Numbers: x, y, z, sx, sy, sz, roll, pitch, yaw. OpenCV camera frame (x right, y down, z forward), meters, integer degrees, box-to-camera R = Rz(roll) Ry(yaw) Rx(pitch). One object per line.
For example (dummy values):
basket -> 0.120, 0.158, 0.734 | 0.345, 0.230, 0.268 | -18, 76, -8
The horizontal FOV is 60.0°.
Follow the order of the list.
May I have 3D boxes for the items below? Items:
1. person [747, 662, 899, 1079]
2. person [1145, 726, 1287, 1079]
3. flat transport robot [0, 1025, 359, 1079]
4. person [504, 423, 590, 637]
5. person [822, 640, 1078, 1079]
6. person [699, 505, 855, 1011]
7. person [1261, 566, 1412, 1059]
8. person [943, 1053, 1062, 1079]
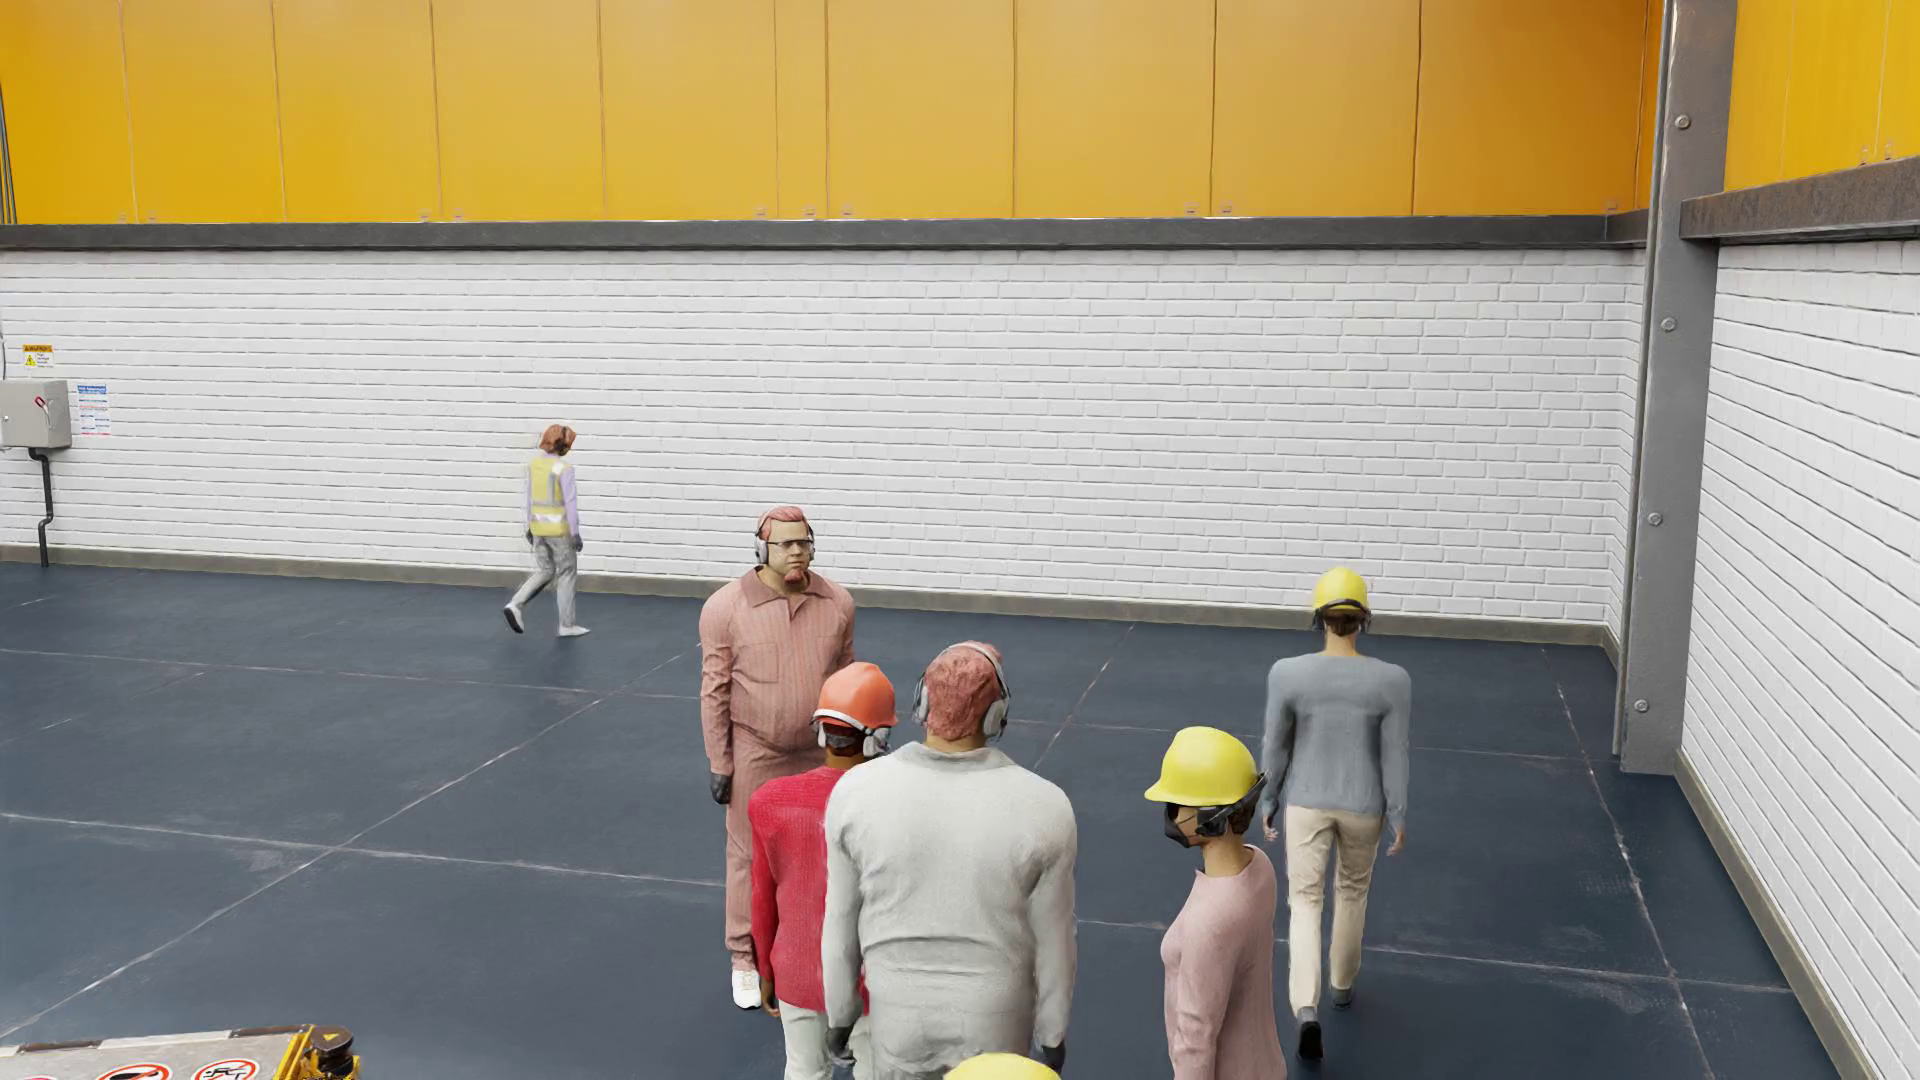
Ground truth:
person -> -0.301, 1.196, 4.618 | 0.575, 1.740, 0.348 | 3, 10, 16
person -> 0.593, 1.301, 3.943 | 0.340, 1.760, 0.525 | 4, 10, 22
flat transport robot -> -2.716, 1.816, 5.282 | 1.431, 0.197, 0.652 | -2, 10, -10
person -> -3.082, -0.054, 12.323 | 0.563, 1.616, 0.565 | 9, 13, 41
person -> -0.026, 1.189, 4.211 | 0.650, 1.886, 0.493 | 2, 10, 9
person -> -0.662, 0.815, 6.358 | 0.639, 1.913, 0.407 | -5, 11, -27
person -> 1.351, 0.966, 6.011 | 0.526, 1.729, 0.817 | 2, 10, 11
person -> 0.053, 1.563, 2.536 | 0.886, 1.716, 0.528 | -1, 10, -6
